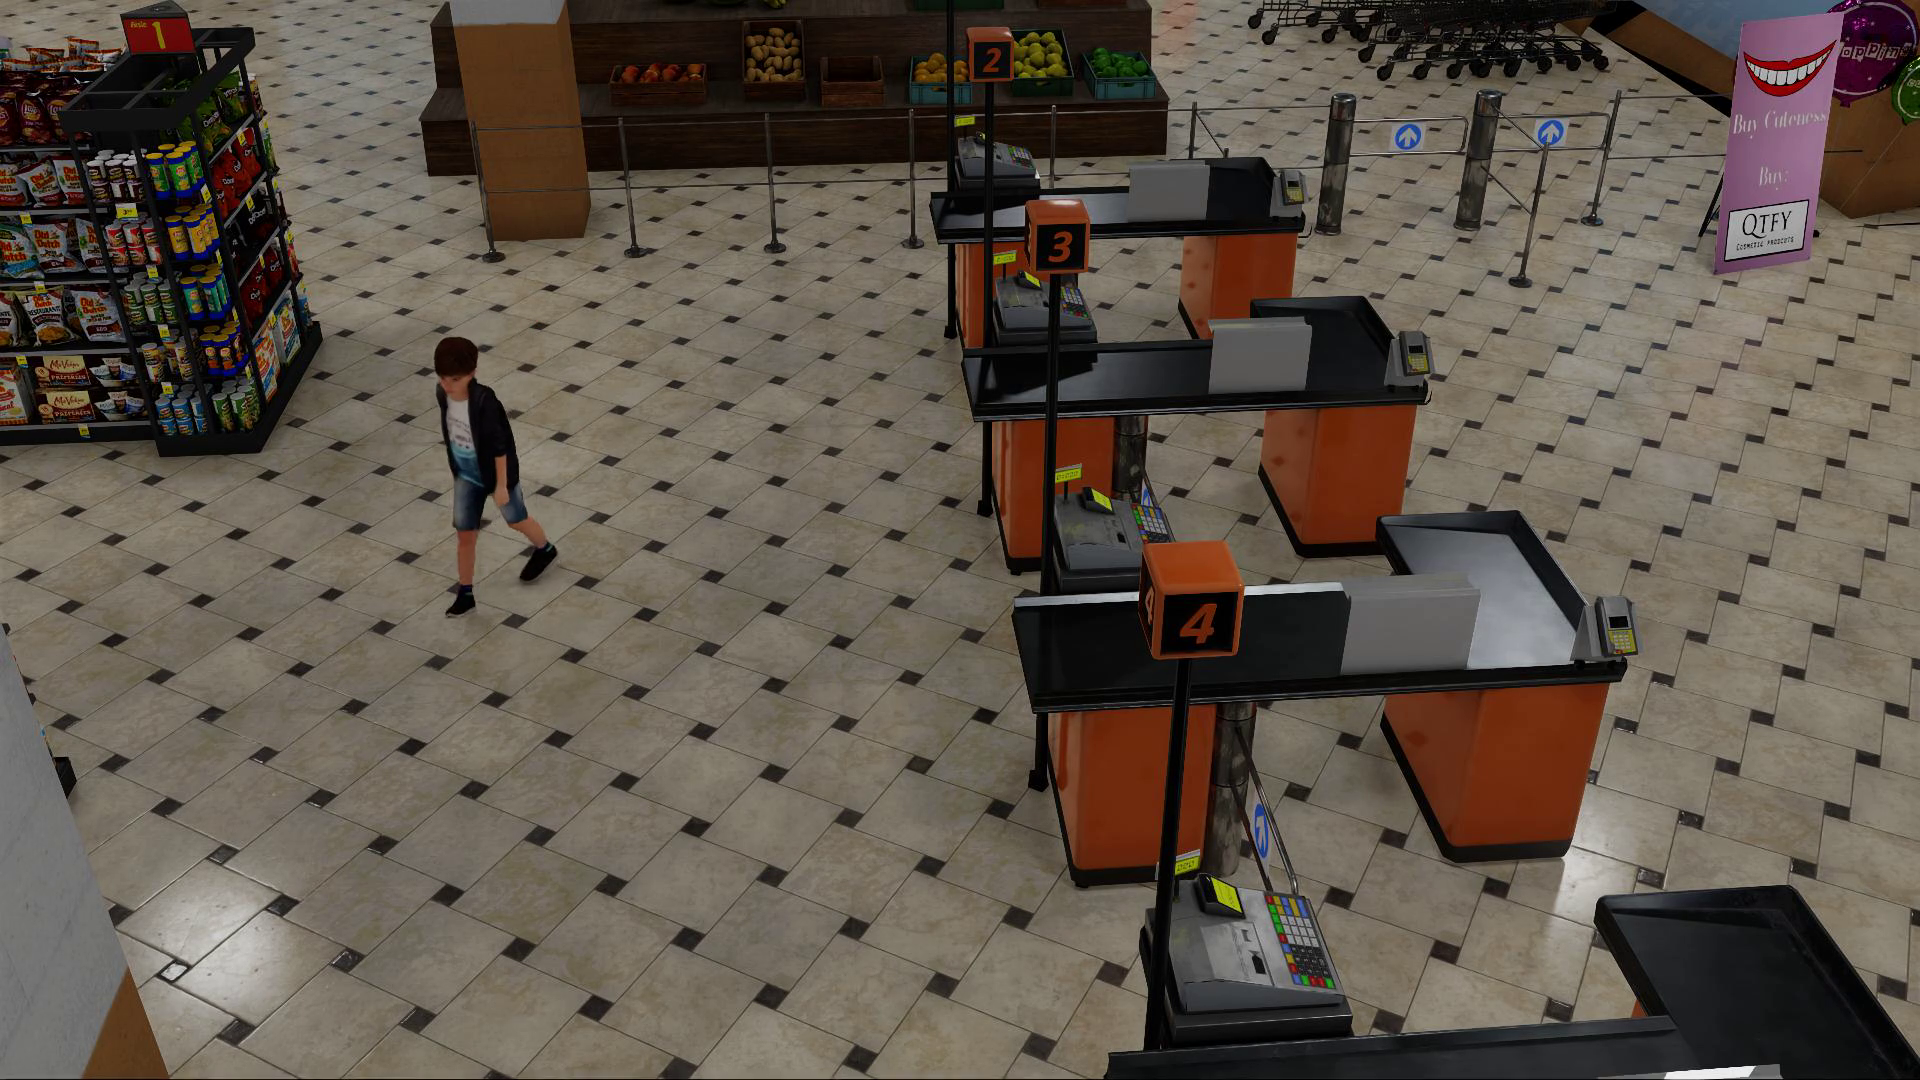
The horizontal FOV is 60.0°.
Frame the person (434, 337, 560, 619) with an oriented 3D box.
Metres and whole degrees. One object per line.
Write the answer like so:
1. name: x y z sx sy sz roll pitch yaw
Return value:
1. person: -2.205 -0.351 7.886 0.990 1.414 0.910 16 35 24
